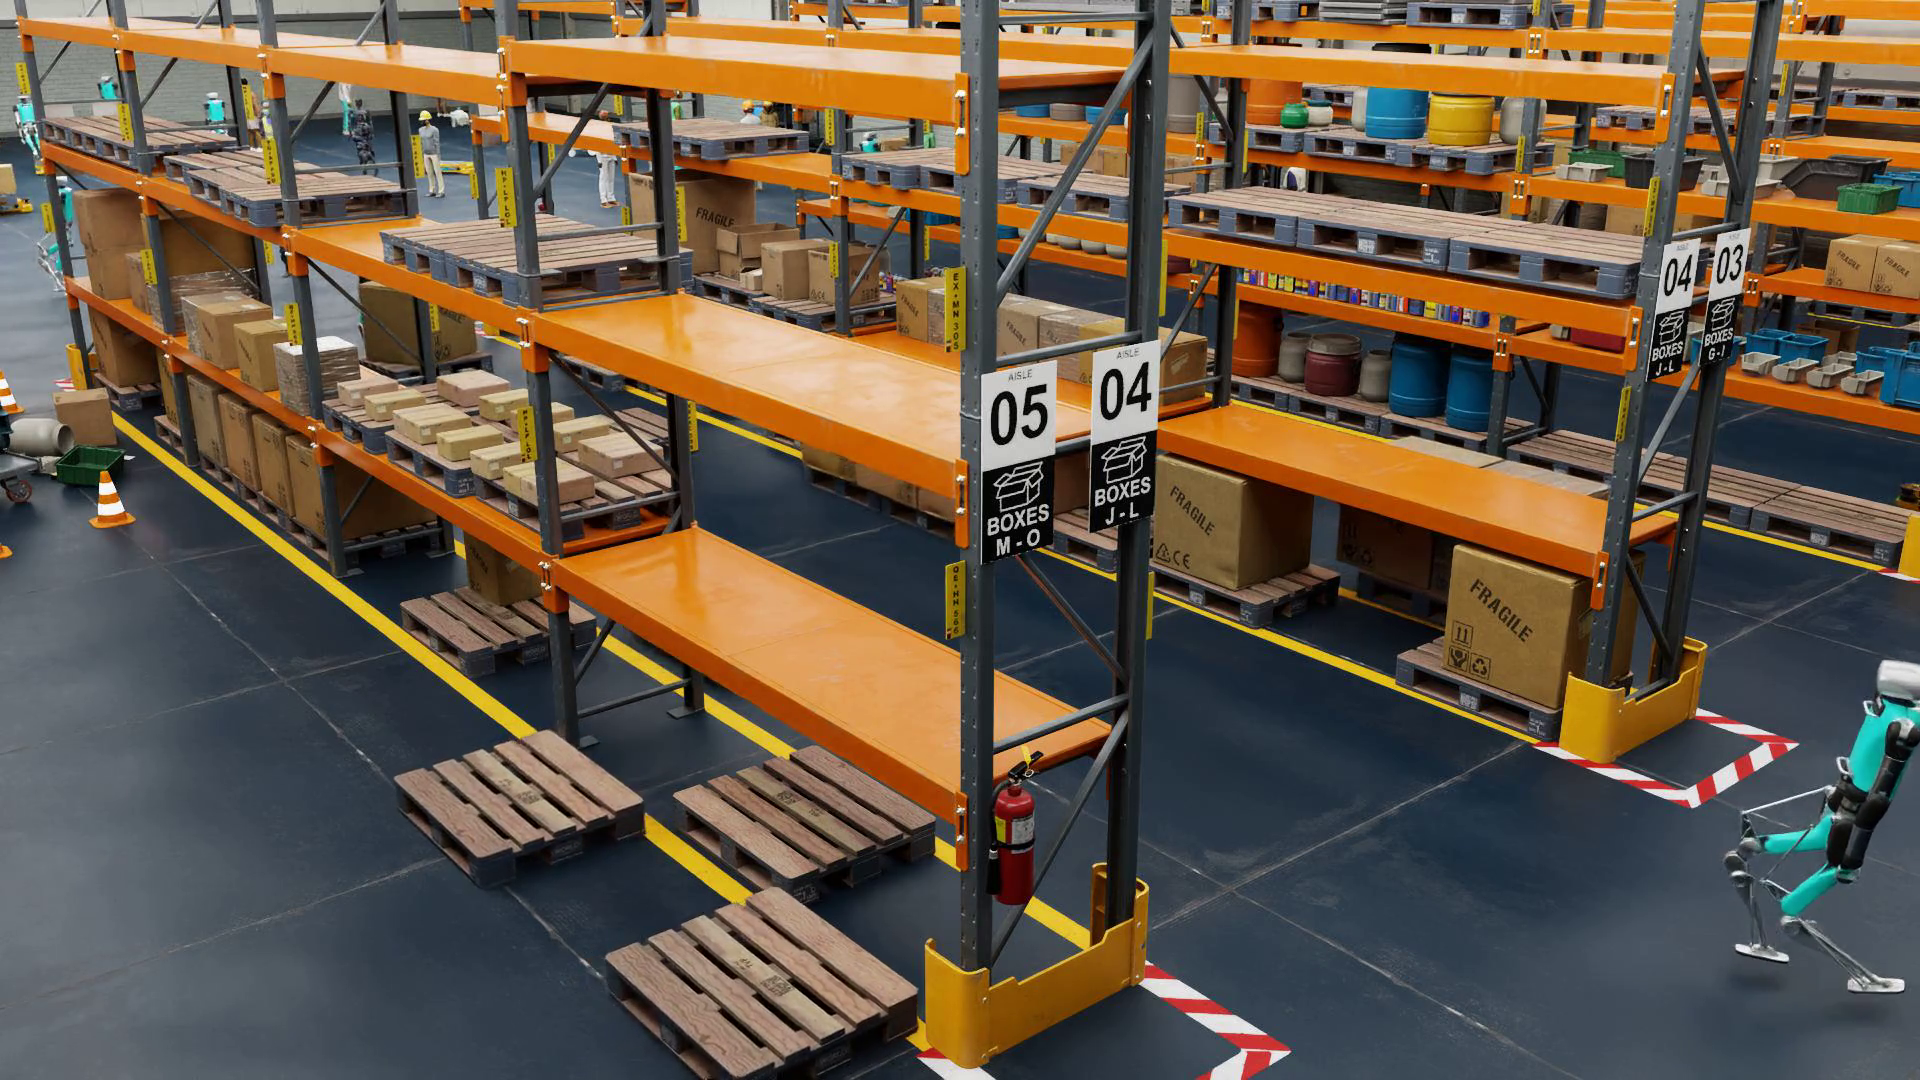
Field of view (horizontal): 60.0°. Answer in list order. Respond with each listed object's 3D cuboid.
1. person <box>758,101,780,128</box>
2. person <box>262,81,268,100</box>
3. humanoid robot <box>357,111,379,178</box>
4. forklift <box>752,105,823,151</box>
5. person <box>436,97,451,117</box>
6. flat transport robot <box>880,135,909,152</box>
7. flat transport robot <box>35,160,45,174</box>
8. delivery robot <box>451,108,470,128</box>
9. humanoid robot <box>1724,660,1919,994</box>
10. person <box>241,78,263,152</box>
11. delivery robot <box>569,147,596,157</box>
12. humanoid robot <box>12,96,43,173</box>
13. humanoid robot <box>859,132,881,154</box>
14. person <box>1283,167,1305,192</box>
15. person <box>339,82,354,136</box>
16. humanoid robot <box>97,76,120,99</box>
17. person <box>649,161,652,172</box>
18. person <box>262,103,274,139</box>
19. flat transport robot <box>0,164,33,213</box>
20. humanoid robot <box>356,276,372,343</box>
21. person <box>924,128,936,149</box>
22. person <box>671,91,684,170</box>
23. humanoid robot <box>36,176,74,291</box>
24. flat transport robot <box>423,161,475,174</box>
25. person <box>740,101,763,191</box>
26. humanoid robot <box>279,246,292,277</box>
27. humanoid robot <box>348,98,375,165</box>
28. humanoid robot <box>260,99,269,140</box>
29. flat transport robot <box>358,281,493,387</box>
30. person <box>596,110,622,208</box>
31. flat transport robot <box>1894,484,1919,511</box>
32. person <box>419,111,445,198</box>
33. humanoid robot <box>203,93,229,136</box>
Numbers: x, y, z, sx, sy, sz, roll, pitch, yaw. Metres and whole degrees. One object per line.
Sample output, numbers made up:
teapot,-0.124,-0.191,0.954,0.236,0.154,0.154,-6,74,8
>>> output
person,-4.310,-9.046,37.421,0.534,1.765,0.406,-3,20,-9
person,-18.548,-11.562,44.697,0.321,1.688,0.528,-11,22,-29
humanoid robot,-12.653,-8.312,35.474,0.463,1.643,0.603,-2,19,-5
forklift,-4.526,-11.368,42.374,1.129,2.768,1.873,-15,24,-37
person,-16.154,-14.113,51.680,0.497,1.876,0.401,10,22,26
flat transport robot,-1.327,-8.147,37.123,0.659,0.231,1.431,-8,21,-21
flat transport robot,-21.037,-8.643,38.533,0.659,0.231,1.431,-10,21,-25
delivery robot,-14.601,-12.327,48.564,0.499,0.579,0.753,-12,23,-31
humanoid robot,4.043,1.358,7.852,0.969,1.735,0.544,7,21,19
person,-18.052,-10.795,42.285,0.794,1.843,0.410,8,21,20
delivery robot,-9.396,-9.872,41.606,0.774,0.599,0.499,-2,19,-6
humanoid robot,-21.099,-9.182,37.863,0.535,1.790,0.732,-16,25,-38
humanoid robot,-1.432,-6.697,30.886,1.067,1.770,0.543,-17,26,-40
person,5.441,-5.481,27.160,0.377,1.840,0.569,9,21,24
person,-17.111,-12.248,46.385,0.336,1.879,0.679,-4,20,-11
humanoid robot,-22.705,-11.593,44.717,0.536,1.720,1.015,1,19,3
person,-5.119,-6.027,28.553,0.371,1.958,0.596,3,20,9
person,-14.500,-8.280,35.131,0.527,1.843,0.967,4,20,11
flat transport robot,-18.885,-6.475,32.364,1.431,0.231,0.659,-12,23,-31
humanoid robot,-7.156,-3.001,20.283,0.778,1.798,0.532,16,25,38
person,-0.675,-7.527,33.150,0.478,1.734,0.316,11,22,29
person,-6.492,-9.395,38.122,0.385,1.972,0.479,-6,20,-17
humanoid robot,-13.160,-4.364,24.175,0.844,1.801,0.553,-6,20,-17
flat transport robot,-11.854,-8.599,38.409,1.431,0.231,0.659,4,20,11
person,-4.418,-8.315,35.165,0.568,1.889,0.388,-13,23,-33
humanoid robot,-10.465,-4.906,25.758,0.610,1.648,0.341,1,19,2
humanoid robot,-14.074,-9.553,39.061,0.611,1.617,0.781,-5,20,-13
humanoid robot,-16.038,-9.359,38.501,0.706,1.638,0.613,2,19,7
flat transport robot,-6.124,-1.810,19.086,0.659,0.231,1.431,-18,26,-41
person,-7.003,-7.557,33.010,0.347,1.882,0.582,9,21,23
flat transport robot,9.200,-0.302,14.796,1.431,0.231,0.659,17,25,40
person,-10.942,-7.962,34.352,0.515,1.757,0.332,8,21,23
humanoid robot,-17.429,-9.537,38.867,0.921,1.770,0.545,13,23,32
